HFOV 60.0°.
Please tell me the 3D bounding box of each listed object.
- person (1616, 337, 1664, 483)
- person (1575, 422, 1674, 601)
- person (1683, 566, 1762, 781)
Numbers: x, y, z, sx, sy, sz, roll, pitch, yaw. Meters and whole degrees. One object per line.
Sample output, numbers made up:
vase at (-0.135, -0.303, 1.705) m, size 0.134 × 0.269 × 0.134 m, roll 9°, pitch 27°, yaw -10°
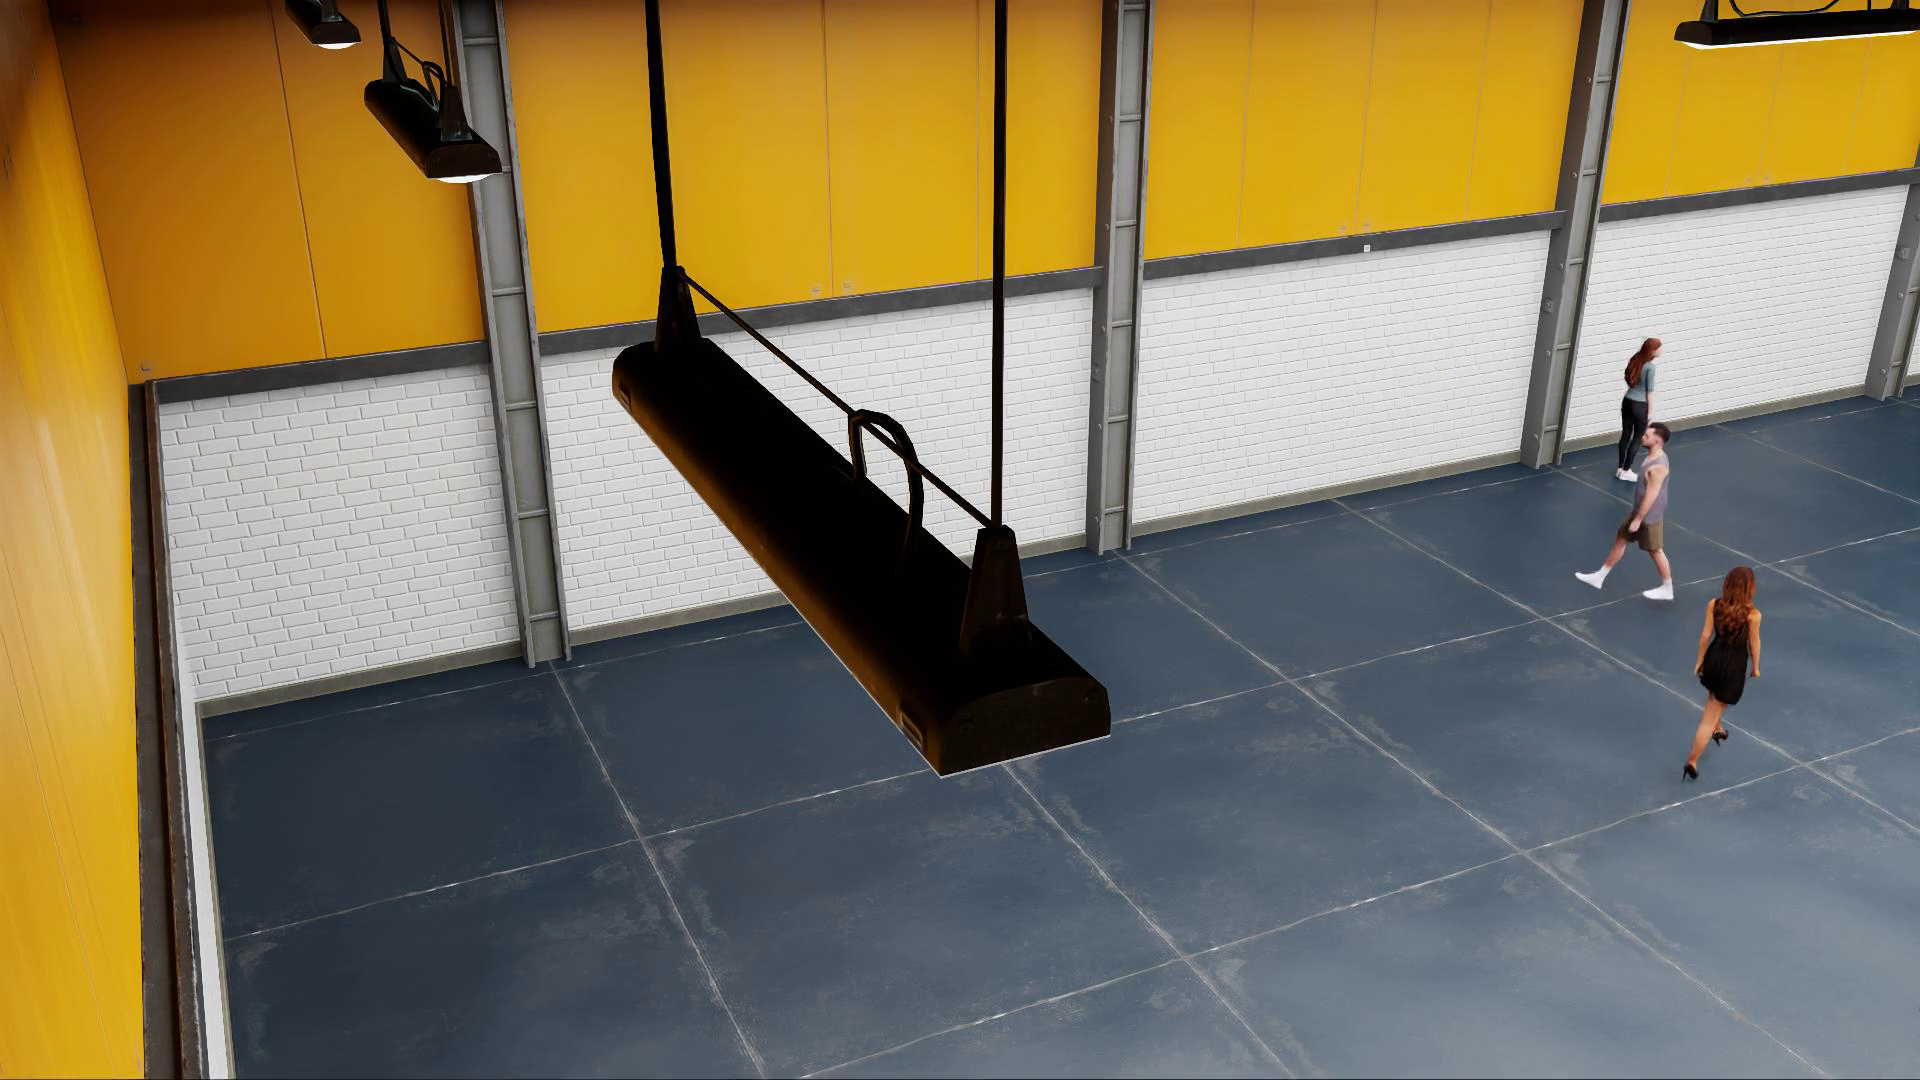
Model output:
person at (7.877, -1.544, 19.365) m, size 0.584 × 1.730 × 0.635 m, roll -11°, pitch 26°, yaw -23°
person at (6.731, -0.226, 16.086) m, size 1.223 × 1.795 × 1.128 m, roll 7°, pitch 25°, yaw 16°
person at (6.020, 1.106, 13.215) m, size 1.127 × 1.802 × 0.768 m, roll -19°, pitch 30°, yaw -36°
